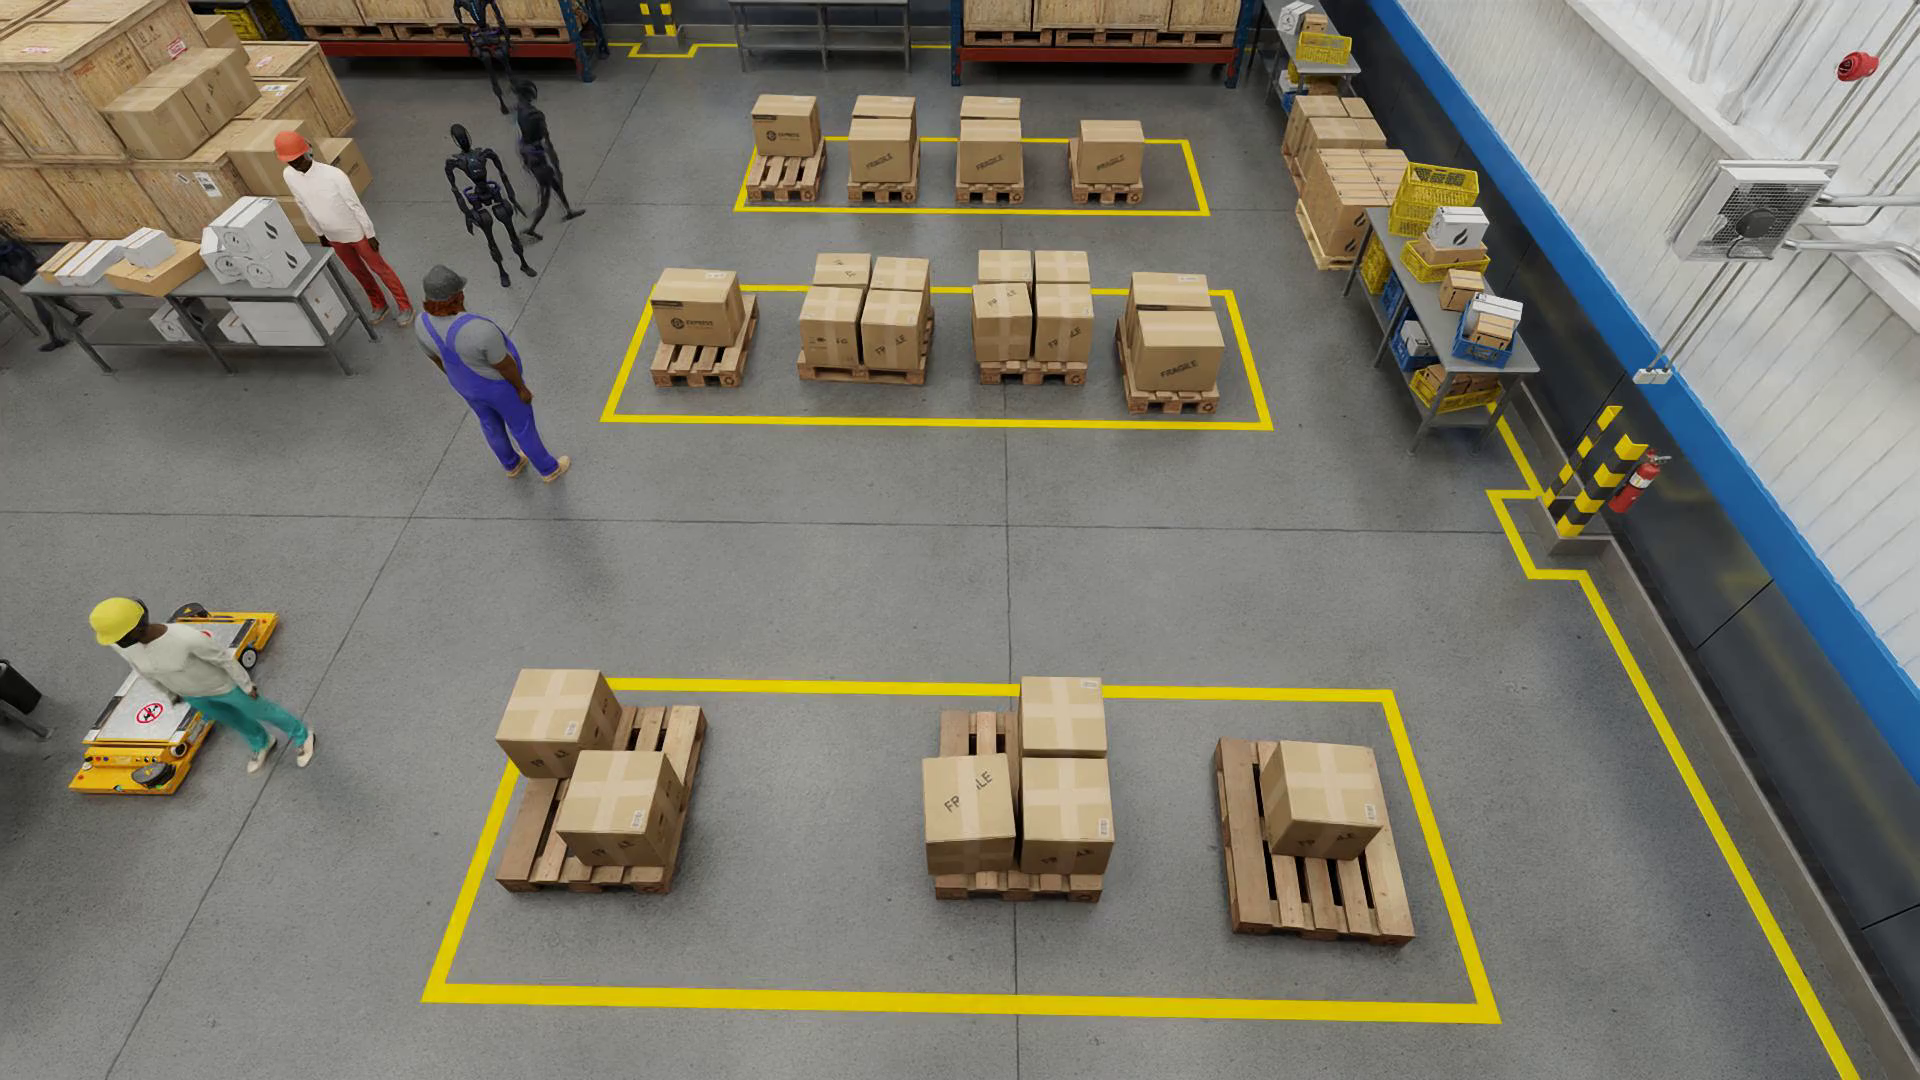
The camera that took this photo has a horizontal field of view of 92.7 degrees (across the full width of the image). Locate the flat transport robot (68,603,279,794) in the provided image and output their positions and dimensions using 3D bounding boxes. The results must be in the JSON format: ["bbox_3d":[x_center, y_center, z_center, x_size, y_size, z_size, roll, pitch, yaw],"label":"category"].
[{"bbox_3d":[-5.504,1.072,6.442,0.652,0.197,1.431,1,50,1],"label":"flat transport robot"}]

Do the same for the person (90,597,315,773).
[{"bbox_3d":[-4.612,0.911,5.615,0.531,1.767,0.324,-3,50,-3],"label":"person"}]

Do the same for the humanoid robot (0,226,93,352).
[{"bbox_3d":[-9.016,-2.596,8.664,0.554,1.619,0.751,8,50,7],"label":"humanoid robot"}]

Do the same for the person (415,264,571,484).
[{"bbox_3d":[-3.729,-1.293,7.302,0.673,2.000,0.537,12,51,10],"label":"person"}]

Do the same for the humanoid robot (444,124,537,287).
[{"bbox_3d":[-4.769,-3.380,9.296,0.583,1.657,0.329,-31,57,-24],"label":"humanoid robot"}]

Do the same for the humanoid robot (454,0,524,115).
[{"bbox_3d":[-6.096,-6.419,11.866,0.602,1.658,0.324,-12,51,-10],"label":"humanoid robot"}]

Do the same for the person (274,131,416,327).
[{"bbox_3d":[-5.859,-2.916,8.713,0.615,1.986,0.405,4,50,3],"label":"person"}]

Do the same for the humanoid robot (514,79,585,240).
[{"bbox_3d":[-4.645,-4.112,9.951,0.760,1.619,0.608,-36,59,-27],"label":"humanoid robot"}]
